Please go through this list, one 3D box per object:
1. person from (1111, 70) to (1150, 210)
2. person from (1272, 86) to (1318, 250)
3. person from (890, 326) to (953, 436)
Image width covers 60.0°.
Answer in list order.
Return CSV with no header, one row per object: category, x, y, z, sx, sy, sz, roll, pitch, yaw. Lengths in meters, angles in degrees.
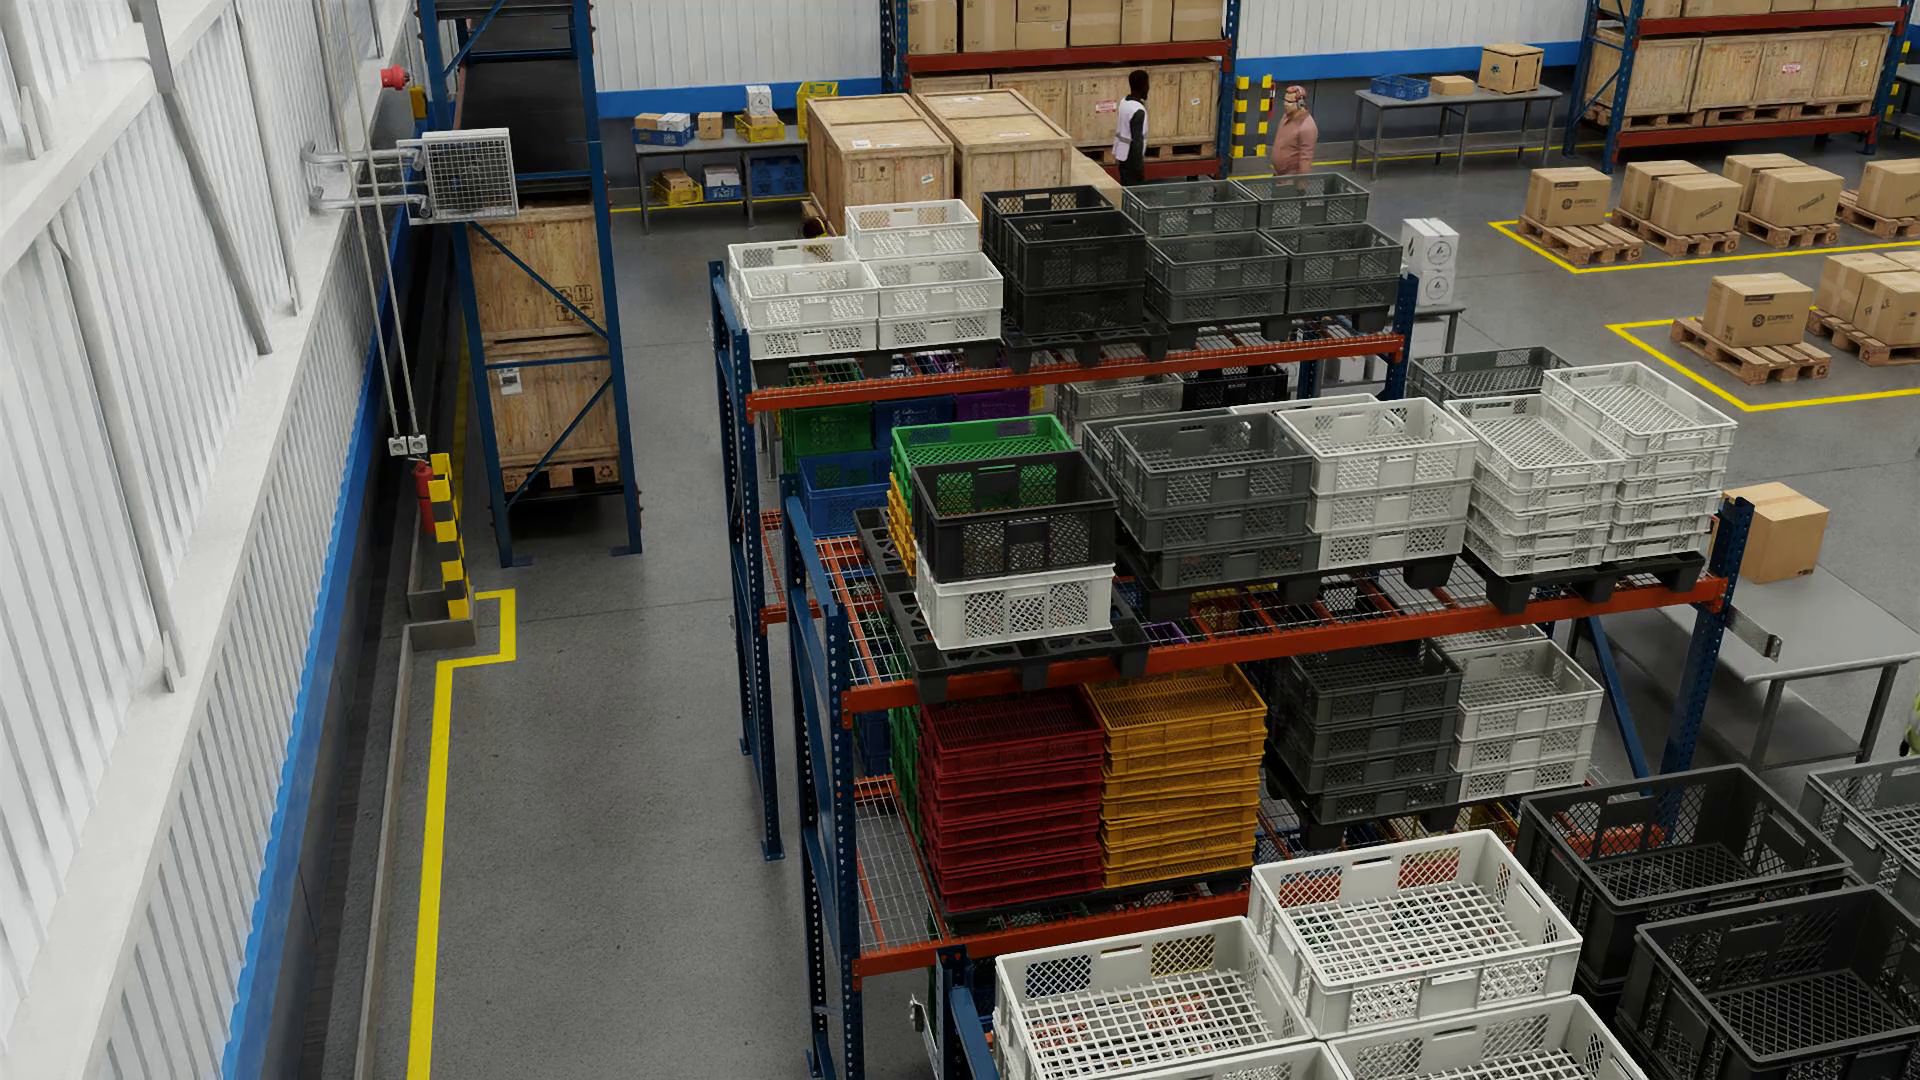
person,1.867,-4.167,18.182,0.395,1.915,0.592,-4,28,-8
person,3.477,-3.846,17.588,0.396,1.899,0.657,-5,28,-10
person,-0.283,-0.934,12.069,0.574,1.886,0.357,-22,35,-35
